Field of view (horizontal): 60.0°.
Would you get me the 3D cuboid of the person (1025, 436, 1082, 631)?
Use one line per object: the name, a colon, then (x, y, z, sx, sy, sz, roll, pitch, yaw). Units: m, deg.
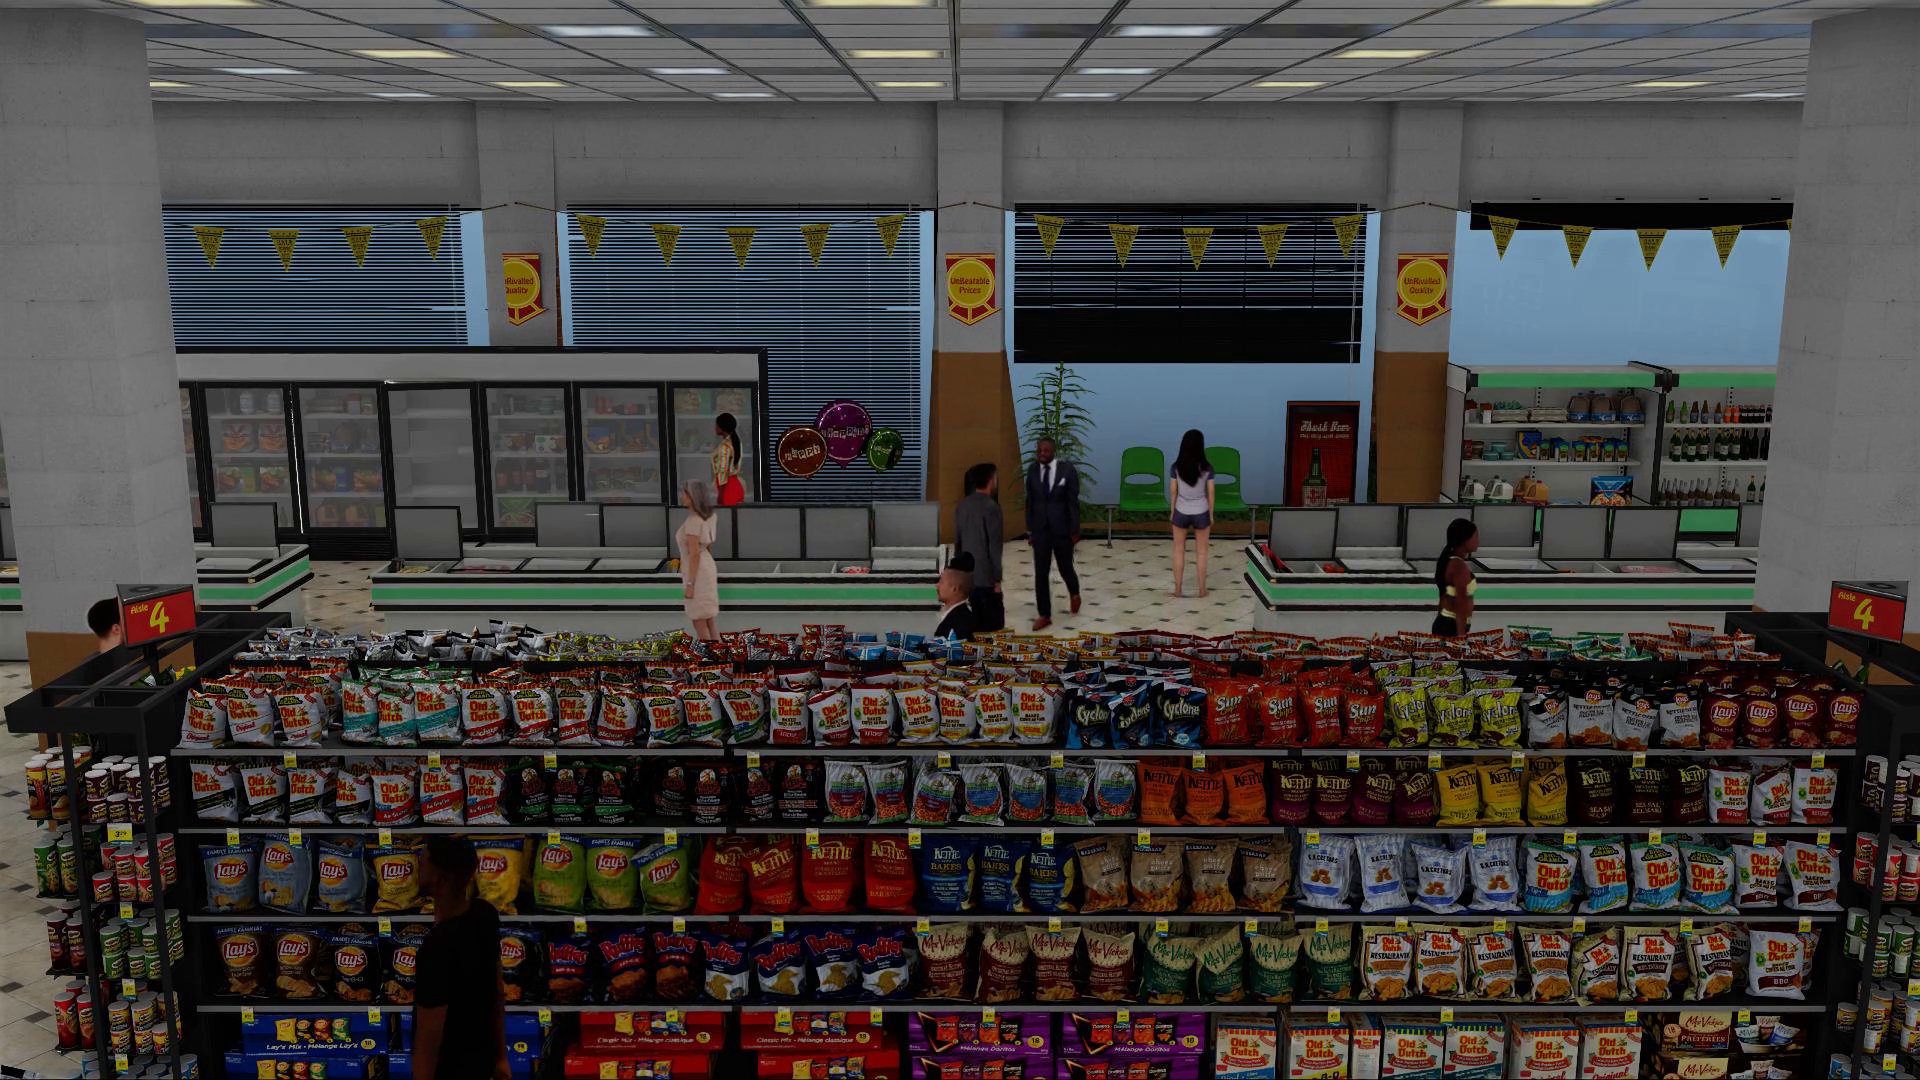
person: (0.895, -0.086, 15.616, 1.052, 1.803, 0.992, 4, 12, 17)

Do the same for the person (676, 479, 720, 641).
person: (-2.137, 0.352, 13.699, 0.616, 1.735, 0.647, 3, 12, 13)

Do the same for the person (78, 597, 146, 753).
person: (-4.548, 1.244, 9.054, 0.735, 1.903, 0.845, 8, 14, 34)

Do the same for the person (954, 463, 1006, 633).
person: (0.123, 0.313, 13.587, 1.115, 1.857, 1.033, -12, 17, -44)

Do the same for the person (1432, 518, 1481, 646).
person: (3.447, 0.714, 11.993, 1.027, 1.730, 0.586, 1, 12, 3)

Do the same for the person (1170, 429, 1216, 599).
person: (2.321, -0.270, 16.723, 0.514, 1.706, 0.693, 2, 12, 11)

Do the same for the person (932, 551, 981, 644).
person: (0.053, 1.032, 9.986, 0.994, 1.934, 0.794, 2, 12, 9)

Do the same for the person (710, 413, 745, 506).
person: (-2.389, -0.433, 17.285, 0.600, 1.794, 0.624, 3, 12, 12)

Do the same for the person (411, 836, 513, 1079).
person: (-1.729, 1.948, 6.006, 1.186, 1.782, 0.776, 2, 12, 8)
